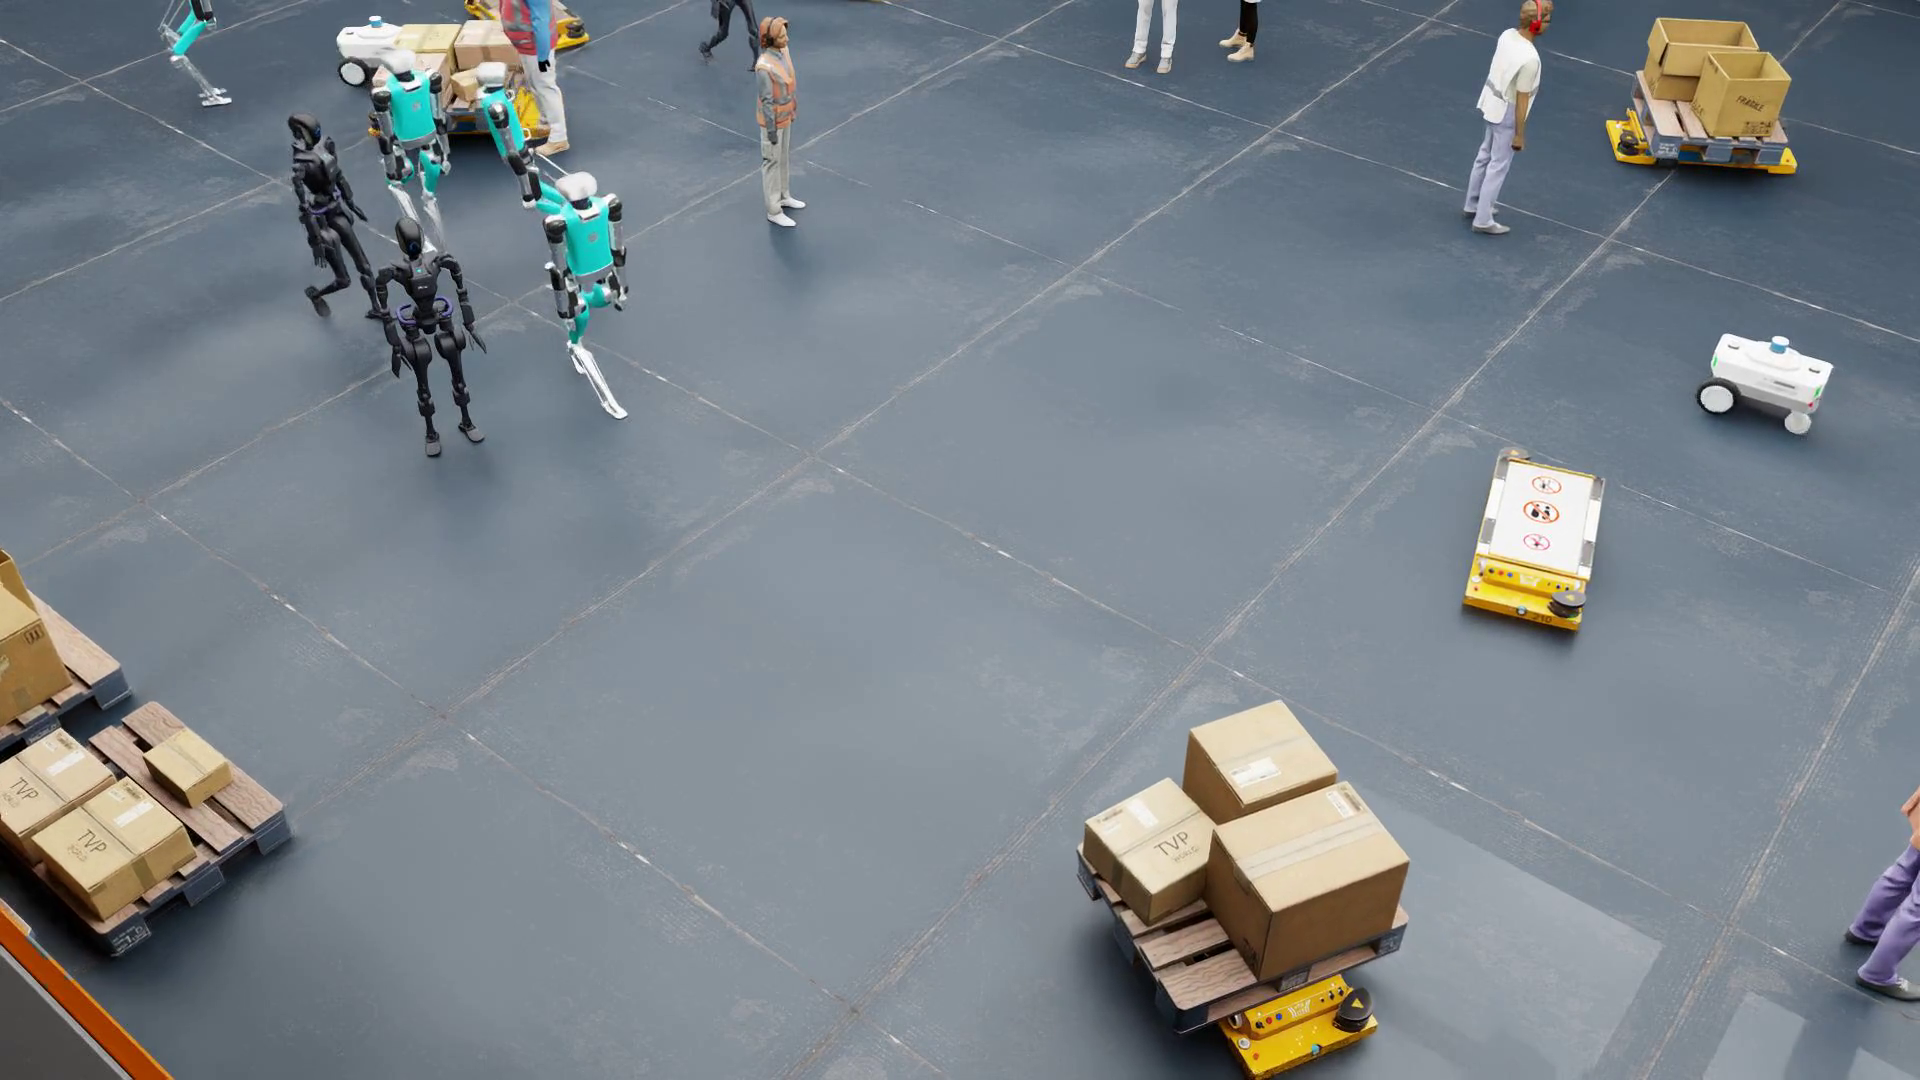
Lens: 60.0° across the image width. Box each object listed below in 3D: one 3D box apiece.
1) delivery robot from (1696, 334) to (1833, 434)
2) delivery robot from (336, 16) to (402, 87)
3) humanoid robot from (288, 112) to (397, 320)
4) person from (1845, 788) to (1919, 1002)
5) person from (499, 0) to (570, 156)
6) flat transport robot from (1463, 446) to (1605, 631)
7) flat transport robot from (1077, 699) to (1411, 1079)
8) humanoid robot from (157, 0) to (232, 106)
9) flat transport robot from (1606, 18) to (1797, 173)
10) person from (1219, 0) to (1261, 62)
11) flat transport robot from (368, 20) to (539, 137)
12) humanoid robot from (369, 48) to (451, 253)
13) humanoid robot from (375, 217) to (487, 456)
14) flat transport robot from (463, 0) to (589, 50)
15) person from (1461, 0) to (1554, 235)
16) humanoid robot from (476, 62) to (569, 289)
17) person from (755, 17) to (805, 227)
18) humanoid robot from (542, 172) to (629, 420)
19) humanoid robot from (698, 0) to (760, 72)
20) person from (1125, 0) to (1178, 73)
[{"bbox_3d":[5.392,-1.091,11.139,0.795,0.592,0.499,22,45,24],"label":"delivery robot"},{"bbox_3d":[-5.250,-4.456,15.085,0.769,0.577,0.499,0,40,0],"label":"delivery robot"},{"bbox_3d":[-4.415,-2.256,11.665,0.617,1.632,0.614,7,41,8],"label":"humanoid robot"},{"bbox_3d":[4.342,1.332,7.306,0.388,1.837,0.557,7,41,8],"label":"person"},{"bbox_3d":[-3.515,-4.081,13.672,0.430,1.839,0.637,-20,44,-21],"label":"person"},{"bbox_3d":[3.512,-0.036,10.120,0.659,0.231,1.431,14,42,16],"label":"flat transport robot"},{"bbox_3d":[1.308,1.843,7.909,0.659,0.231,1.431,-16,43,-18],"label":"flat transport robot"},{"bbox_3d":[-6.709,-4.613,14.339,0.719,1.740,0.536,-19,44,-21],"label":"humanoid robot"},{"bbox_3d":[6.253,-3.372,14.045,1.431,0.231,0.659,6,41,6],"label":"flat transport robot"},{"bbox_3d":[2.617,-5.203,15.099,0.321,1.691,0.529,-3,40,-3],"label":"person"},{"bbox_3d":[-4.349,-3.727,14.463,1.431,0.231,0.659,0,40,0],"label":"flat transport robot"},{"bbox_3d":[-4.082,-2.809,12.308,0.537,1.850,0.801,-31,49,-31],"label":"humanoid robot"},{"bbox_3d":[-3.328,-1.295,10.504,0.599,1.656,0.315,-19,44,-21],"label":"humanoid robot"},{"bbox_3d":[-4.188,-5.034,16.000,0.659,0.231,1.431,-25,46,-27],"label":"flat transport robot"},{"bbox_3d":[4.133,-3.209,12.648,0.382,1.836,0.564,-3,40,-4],"label":"person"},{"bbox_3d":[-2.993,-2.637,12.022,0.727,1.747,0.532,-12,42,-14],"label":"humanoid robot"},{"bbox_3d":[-1.404,-3.240,12.829,0.313,1.641,0.514,9,41,10],"label":"person"},{"bbox_3d":[-2.568,-1.711,10.978,0.530,1.773,0.981,-29,48,-29],"label":"humanoid robot"},{"bbox_3d":[-2.072,-4.993,14.894,0.727,1.633,0.609,27,47,28],"label":"humanoid robot"},{"bbox_3d":[1.784,-5.124,14.862,0.574,1.882,0.356,15,43,17],"label":"person"}]
